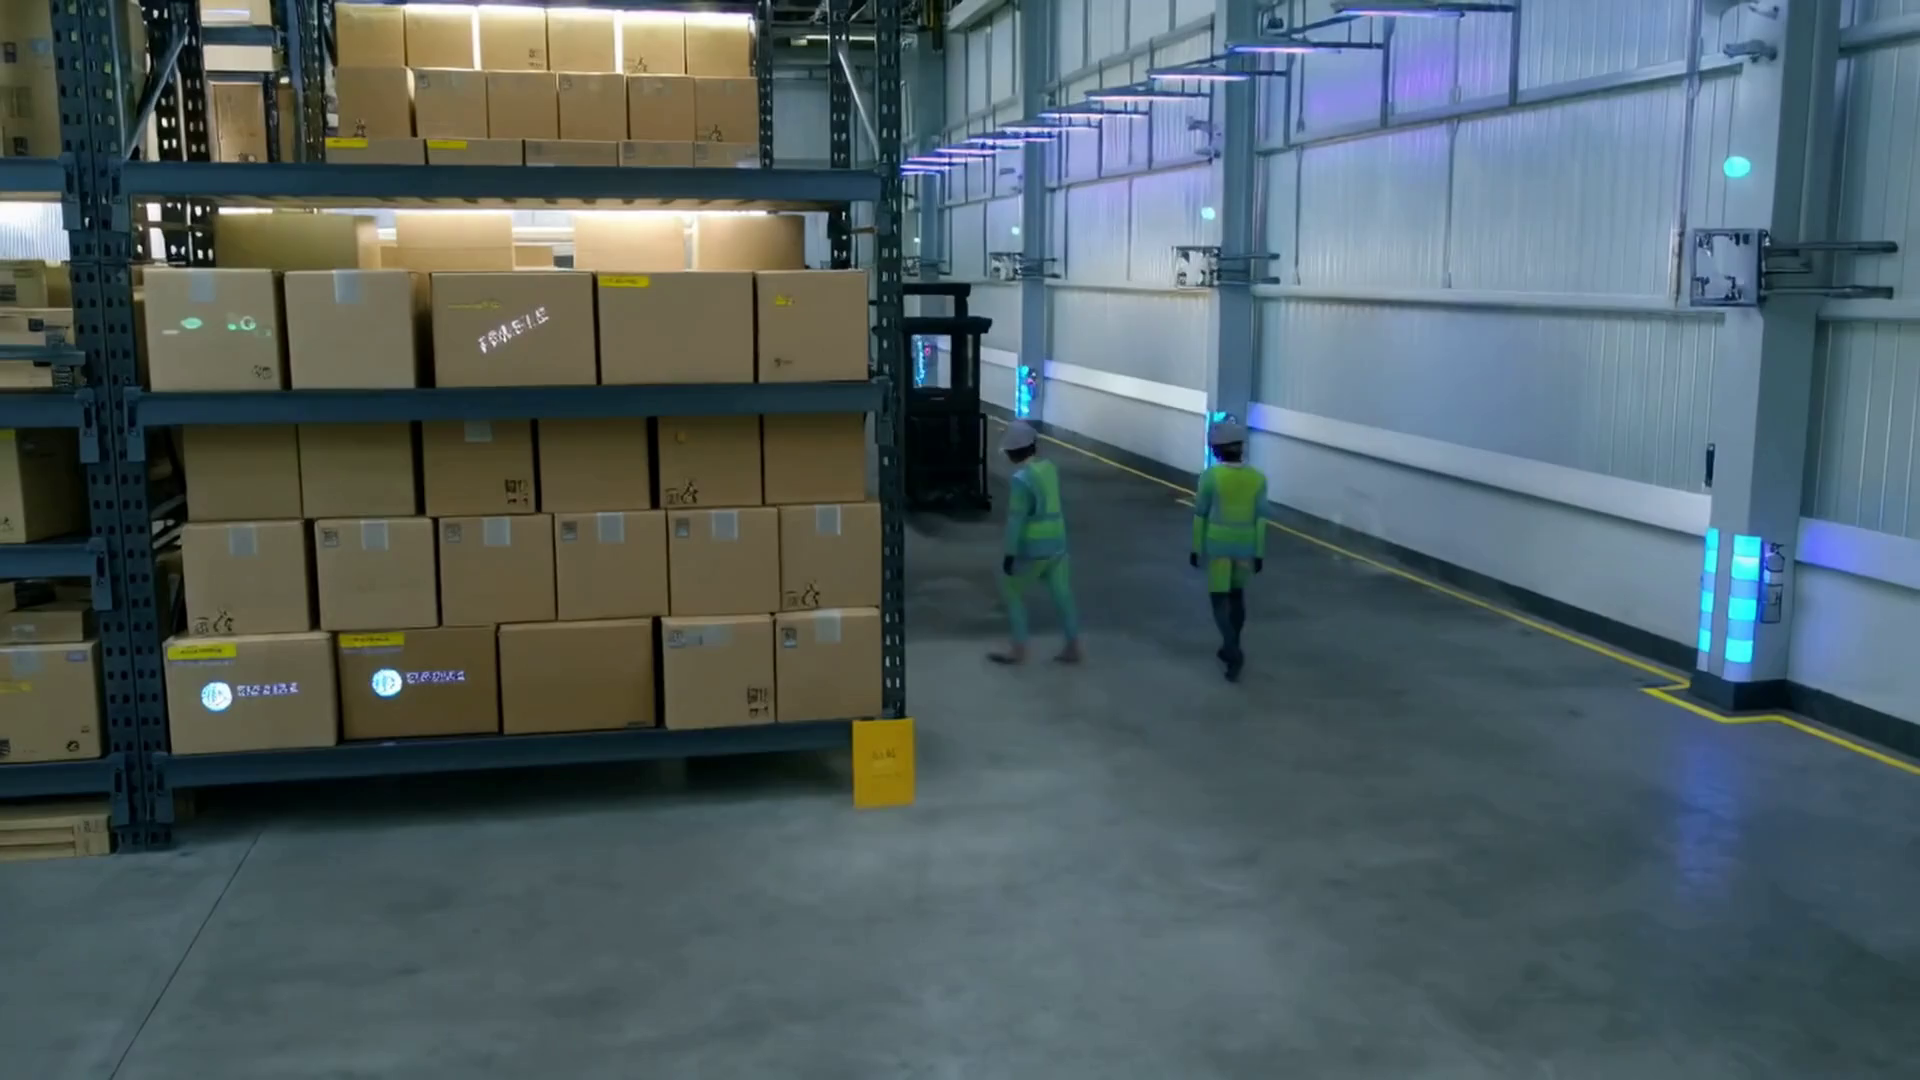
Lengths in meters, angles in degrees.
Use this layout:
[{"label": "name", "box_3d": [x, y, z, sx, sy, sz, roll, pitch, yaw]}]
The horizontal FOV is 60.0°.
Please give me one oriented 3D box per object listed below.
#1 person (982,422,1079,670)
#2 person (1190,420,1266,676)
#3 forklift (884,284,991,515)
[{"label": "person", "box_3d": [0.493, 0.047, 12.544, 0.926, 1.886, 0.659, 4, 10, 25]}, {"label": "person", "box_3d": [2.037, 0.057, 12.471, 0.556, 1.908, 0.777, -2, 10, -13]}, {"label": "forklift", "box_3d": [-0.363, -1.816, 20.871, 1.129, 2.768, 1.873, -2, 10, -12]}]
